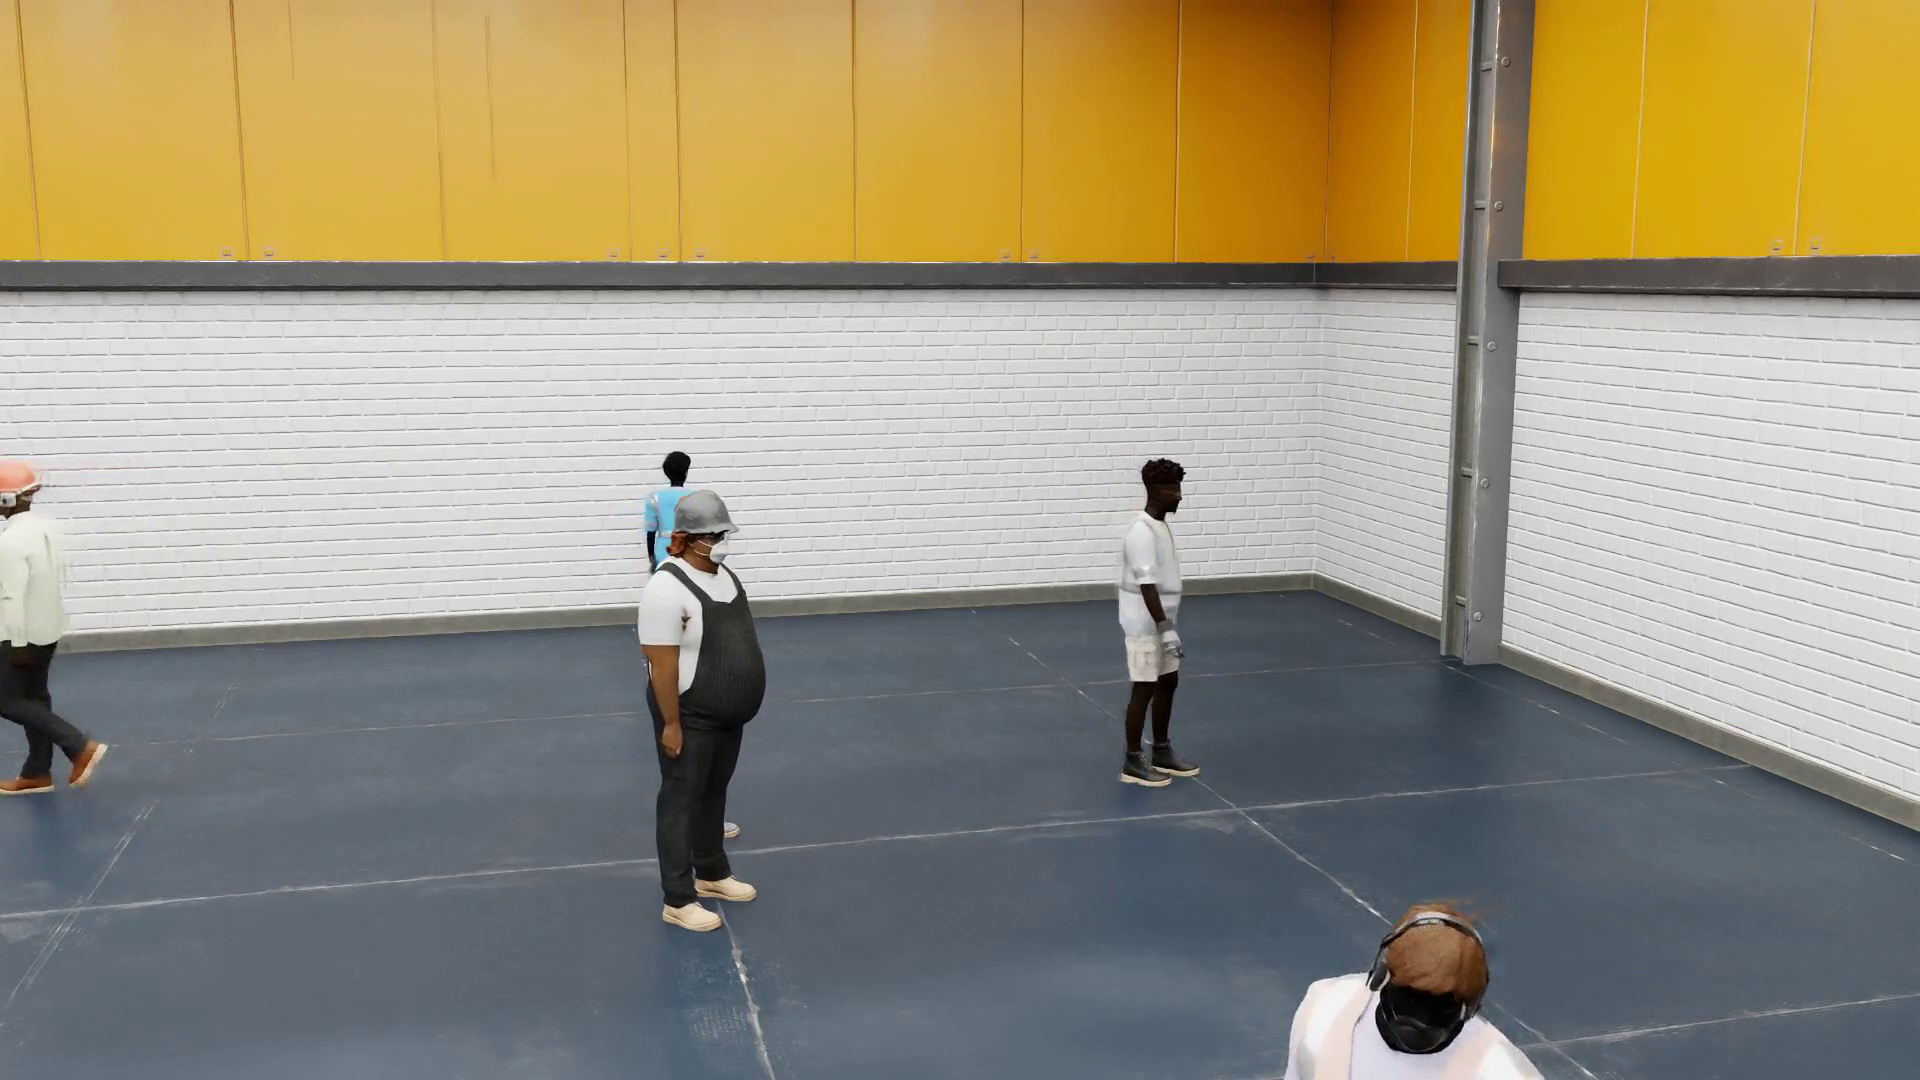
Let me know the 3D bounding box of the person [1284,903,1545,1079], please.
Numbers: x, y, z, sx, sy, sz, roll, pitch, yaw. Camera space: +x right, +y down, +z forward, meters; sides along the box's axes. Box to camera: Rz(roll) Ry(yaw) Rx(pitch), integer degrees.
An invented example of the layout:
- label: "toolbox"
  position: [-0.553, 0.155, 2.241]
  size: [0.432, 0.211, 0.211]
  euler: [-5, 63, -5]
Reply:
- label: "person"
  position: [0.967, 1.585, 3.535]
  size: [0.947, 1.787, 0.620]
  euler: [-6, 11, -32]

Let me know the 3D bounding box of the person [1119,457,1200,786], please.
- label: "person"
  position: [1.169, 0.483, 9.841]
  size: [0.444, 1.956, 0.622]
  euler: [4, 10, 22]

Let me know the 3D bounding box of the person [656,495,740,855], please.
- label: "person"
  position: [-1.384, 0.697, 8.761]
  size: [0.354, 1.883, 0.572]
  euler: [3, 10, 17]

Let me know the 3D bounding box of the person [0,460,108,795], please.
- label: "person"
  position: [-5.306, 0.518, 9.586]
  size: [0.589, 1.977, 0.619]
  euler: [-1, 9, -5]

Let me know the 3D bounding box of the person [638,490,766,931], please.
- label: "person"
  position: [-1.171, 0.771, 7.808]
  size: [0.536, 2.000, 0.681]
  euler: [4, 10, 21]

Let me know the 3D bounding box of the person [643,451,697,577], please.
- label: "person"
  position: [-2.124, 0.140, 12.910]
  size: [0.544, 1.667, 0.802]
  euler: [2, 9, 11]
